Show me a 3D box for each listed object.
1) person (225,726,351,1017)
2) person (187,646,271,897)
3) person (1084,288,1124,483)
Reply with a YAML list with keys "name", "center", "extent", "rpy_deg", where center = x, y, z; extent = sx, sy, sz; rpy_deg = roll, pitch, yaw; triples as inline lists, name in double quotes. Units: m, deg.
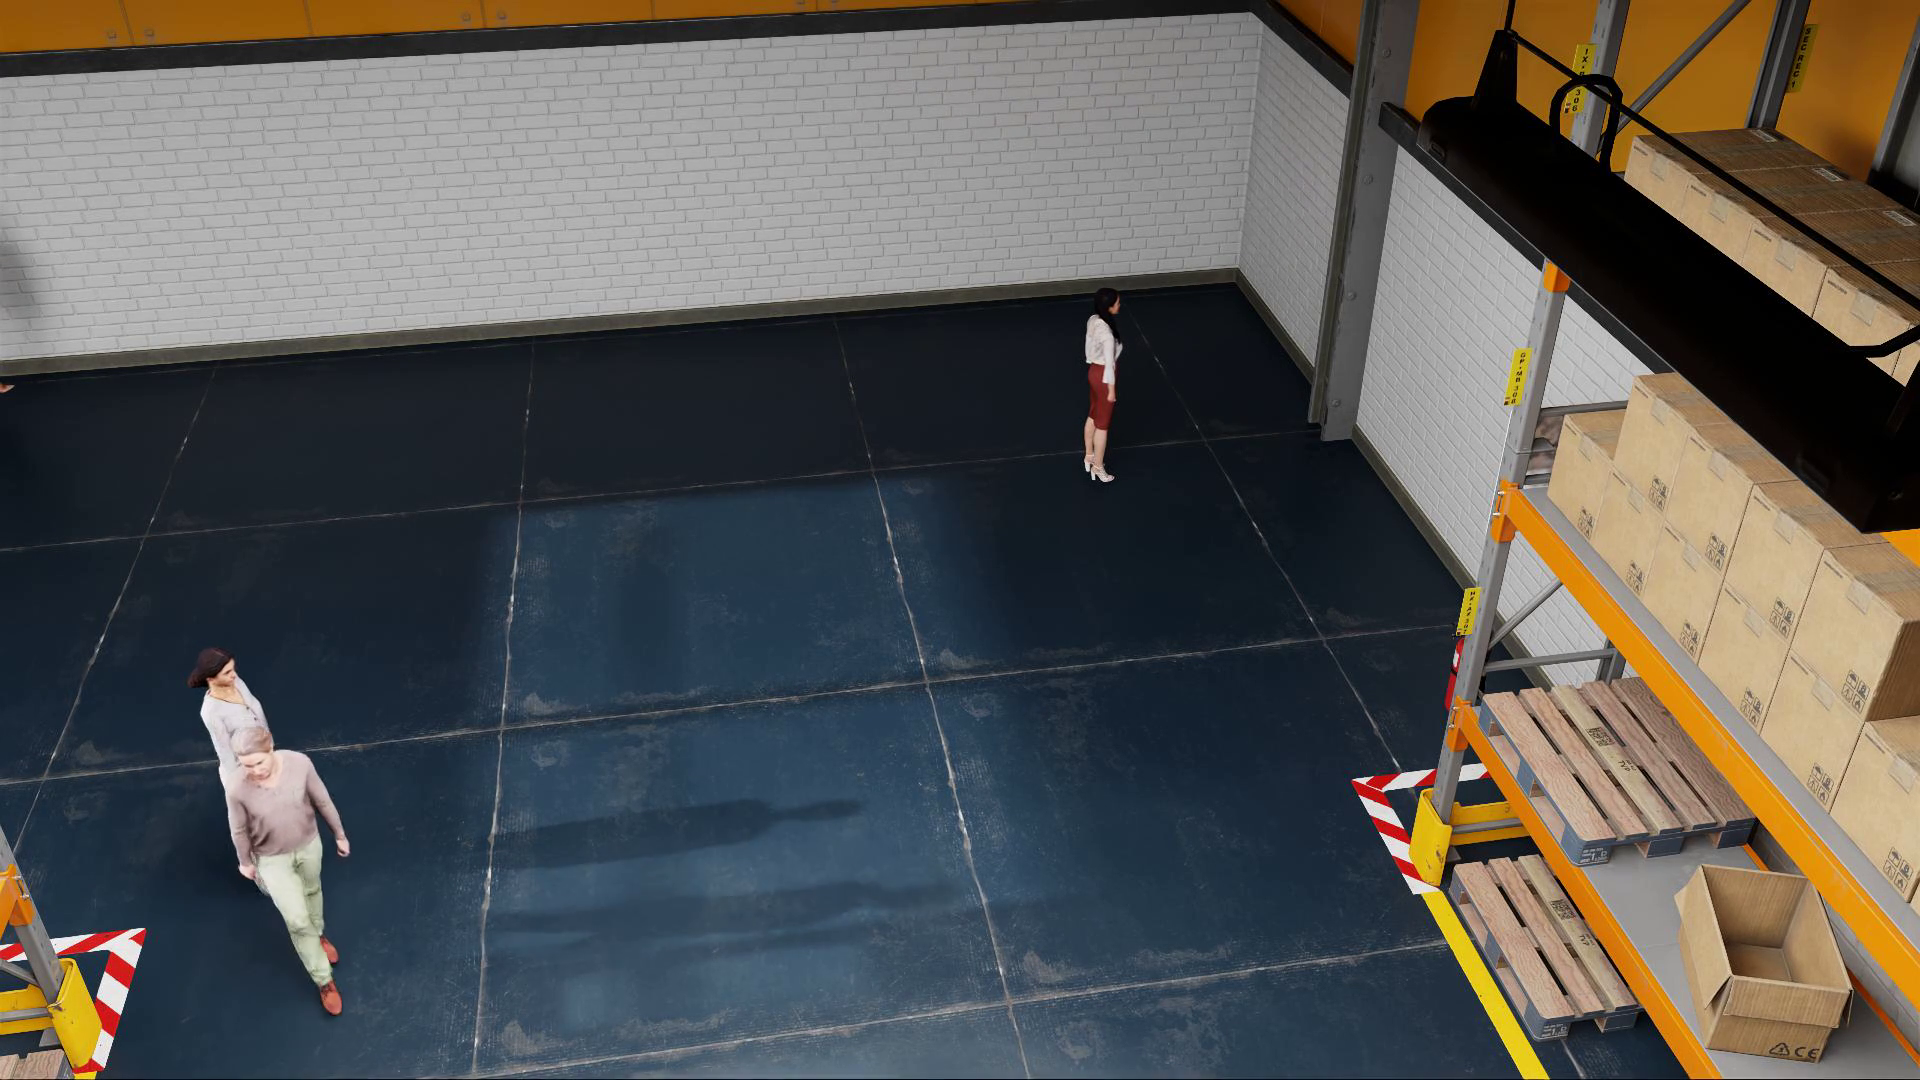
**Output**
- name: "person"
  center: [-3.805, 1.695, 9.343]
  extent: [0.993, 1.839, 1.113]
  rpy_deg: [-26, 42, -33]
- name: "person"
  center: [-4.252, 1.366, 9.895]
  extent: [0.688, 1.776, 0.545]
  rpy_deg: [1, 34, 1]
- name: "person"
  center: [1.197, -1.305, 13.937]
  extent: [0.676, 1.750, 0.467]
  rpy_deg: [-8, 34, -12]
